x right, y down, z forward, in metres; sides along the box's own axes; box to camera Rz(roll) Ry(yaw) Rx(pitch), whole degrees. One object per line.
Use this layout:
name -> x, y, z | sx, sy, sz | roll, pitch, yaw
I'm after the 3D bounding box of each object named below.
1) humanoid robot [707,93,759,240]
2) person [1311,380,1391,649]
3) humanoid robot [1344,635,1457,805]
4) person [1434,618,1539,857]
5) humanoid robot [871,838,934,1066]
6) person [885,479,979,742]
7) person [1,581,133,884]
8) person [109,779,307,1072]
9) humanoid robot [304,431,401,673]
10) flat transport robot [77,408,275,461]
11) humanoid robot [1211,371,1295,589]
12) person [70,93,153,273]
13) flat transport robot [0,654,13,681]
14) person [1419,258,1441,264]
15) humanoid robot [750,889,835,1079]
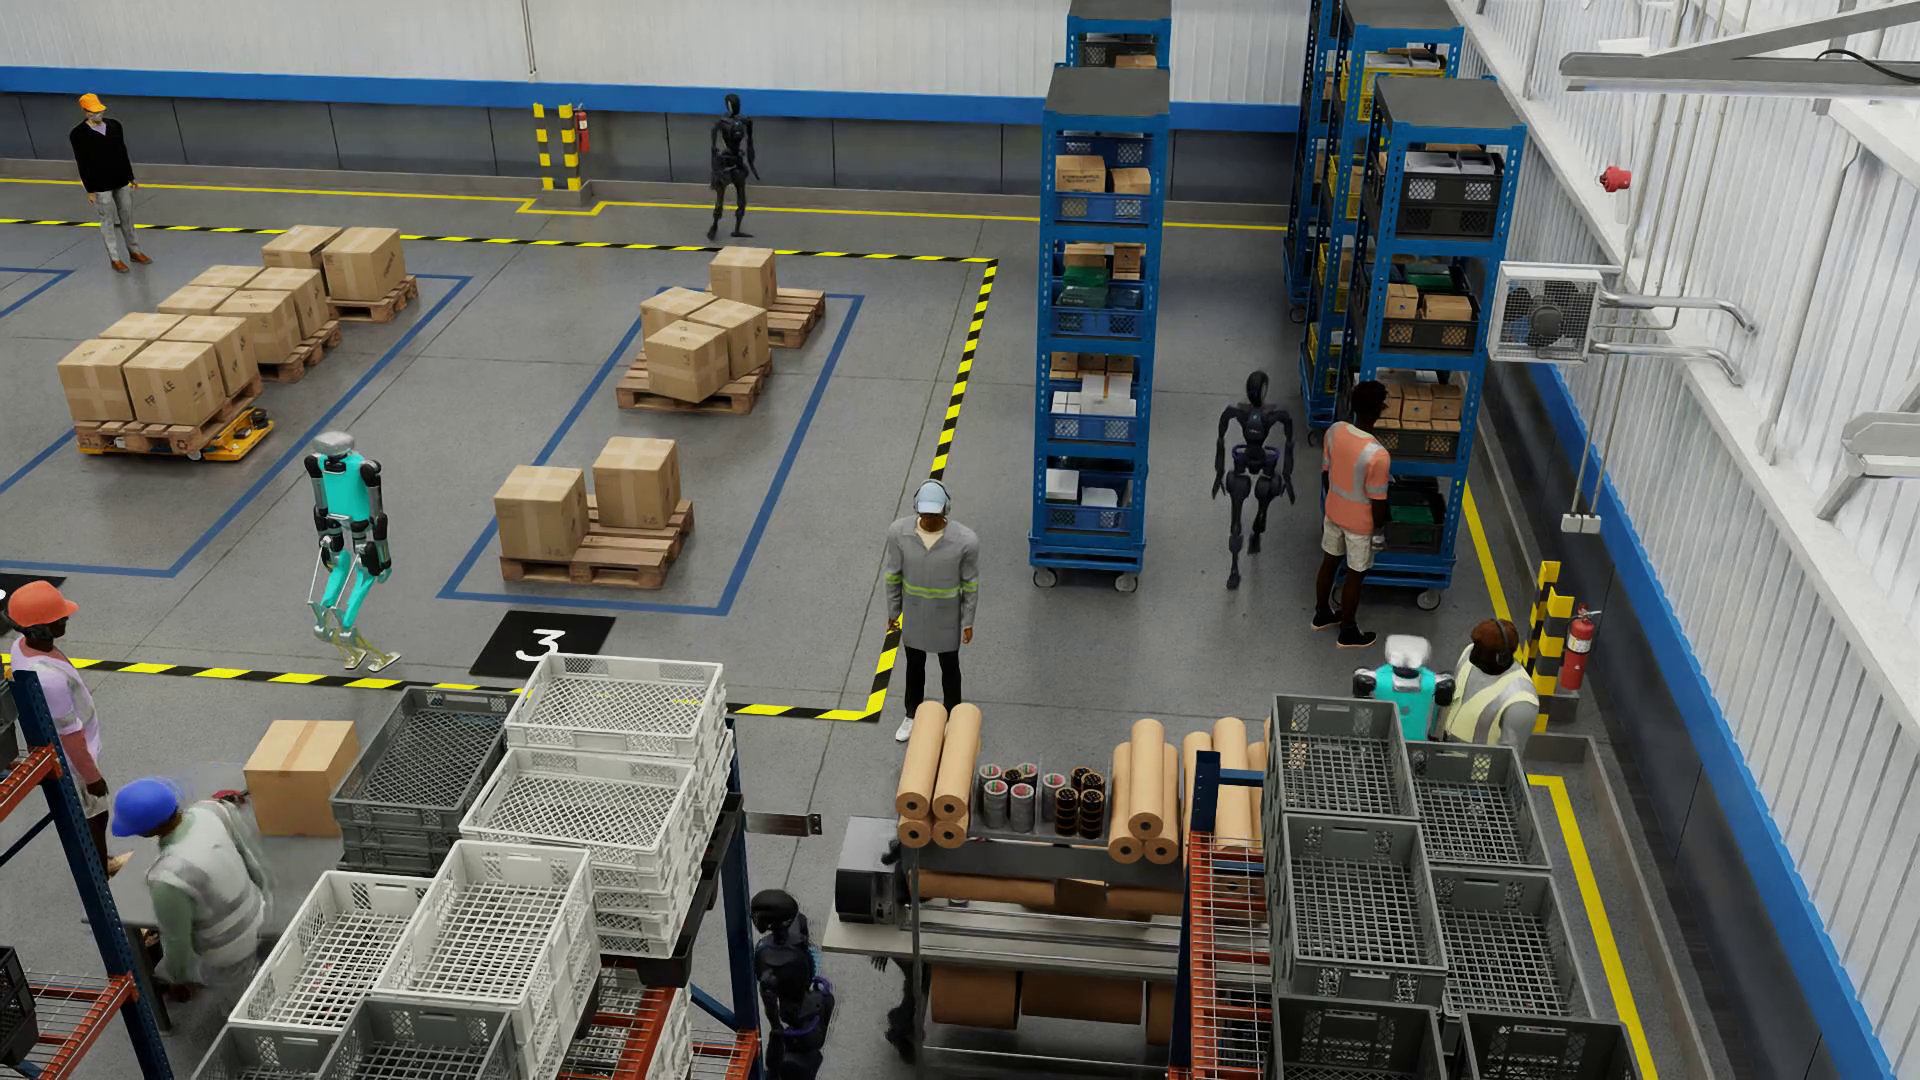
humanoid robot -> -2.553, -4.131, 18.373 | 0.620, 1.647, 0.453 | -23, 37, -34
person -> 2.679, -0.173, 11.284 | 0.368, 1.966, 0.605 | -15, 33, -23
humanoid robot -> 2.345, 1.216, 9.156 | 0.531, 1.830, 0.664 | 4, 30, 7
person -> 2.808, 1.210, 9.047 | 0.431, 1.835, 0.620 | -8, 31, -13
humanoid robot -> -0.198, 1.819, 8.162 | 0.609, 1.648, 0.380 | -26, 39, -37
person -> -0.181, 0.457, 10.315 | 0.588, 1.852, 0.371 | 6, 31, 10
person -> -4.771, 1.115, 9.007 | 0.396, 2.035, 0.601 | -22, 36, -32
person -> -3.501, 1.861, 7.852 | 0.722, 1.898, 0.625 | -3, 30, -5
humanoid robot -> -4.049, 0.155, 10.818 | 0.533, 1.673, 0.735 | 9, 31, 15
flat transport robot -> -6.728, -0.944, 14.268 | 1.431, 0.197, 0.652 | 3, 30, 6
humanoid robot -> 2.160, -0.486, 12.174 | 0.610, 1.646, 0.775 | 7, 31, 12
person -> -8.961, -3.774, 17.549 | 0.380, 1.882, 0.589 | 16, 34, 25
flat transport robot -> -7.142, 0.969, 11.010 | 1.431, 0.231, 0.659 | 3, 30, 6
person -> 3.597, -1.326, 13.291 | 0.353, 1.937, 0.634 | -17, 34, -26
humanoid robot -> -0.696, 2.212, 7.487 | 0.415, 1.642, 0.598 | 5, 31, 9
